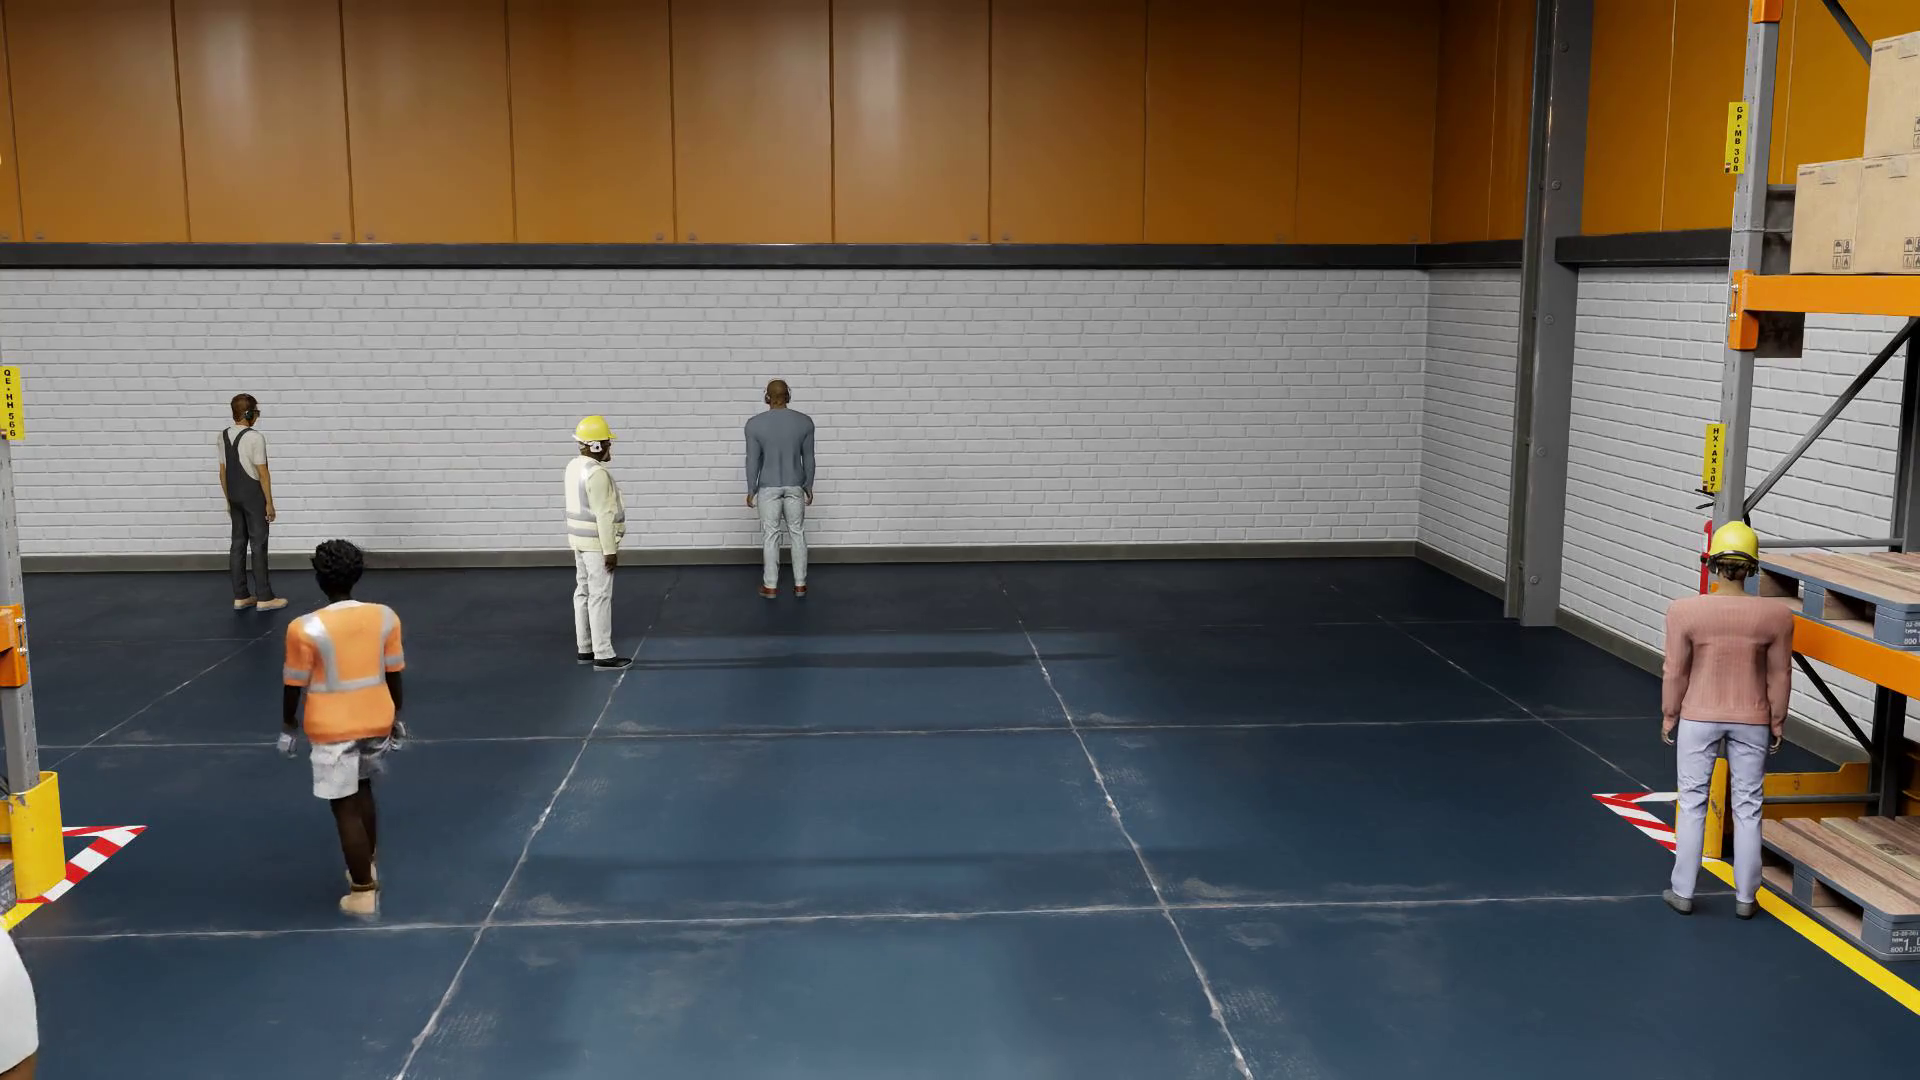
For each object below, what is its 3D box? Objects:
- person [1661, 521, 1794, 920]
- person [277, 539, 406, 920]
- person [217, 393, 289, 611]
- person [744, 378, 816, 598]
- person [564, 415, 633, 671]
[{"bbox_3d":[3.360,0.795,7.328,0.525,1.769,0.309,3,9,16],"label":"person"},{"bbox_3d":[-2.781,0.828,7.414,0.629,1.677,0.538,7,11,36],"label":"person"},{"bbox_3d":[-6.012,-0.317,14.073,0.504,1.843,0.345,4,10,22],"label":"person"},{"bbox_3d":[-1.579,-0.449,14.616,0.627,1.935,0.373,-3,10,-18],"label":"person"},{"bbox_3d":[-2.614,0.019,11.986,0.403,1.835,0.588,-6,11,-35],"label":"person"}]
